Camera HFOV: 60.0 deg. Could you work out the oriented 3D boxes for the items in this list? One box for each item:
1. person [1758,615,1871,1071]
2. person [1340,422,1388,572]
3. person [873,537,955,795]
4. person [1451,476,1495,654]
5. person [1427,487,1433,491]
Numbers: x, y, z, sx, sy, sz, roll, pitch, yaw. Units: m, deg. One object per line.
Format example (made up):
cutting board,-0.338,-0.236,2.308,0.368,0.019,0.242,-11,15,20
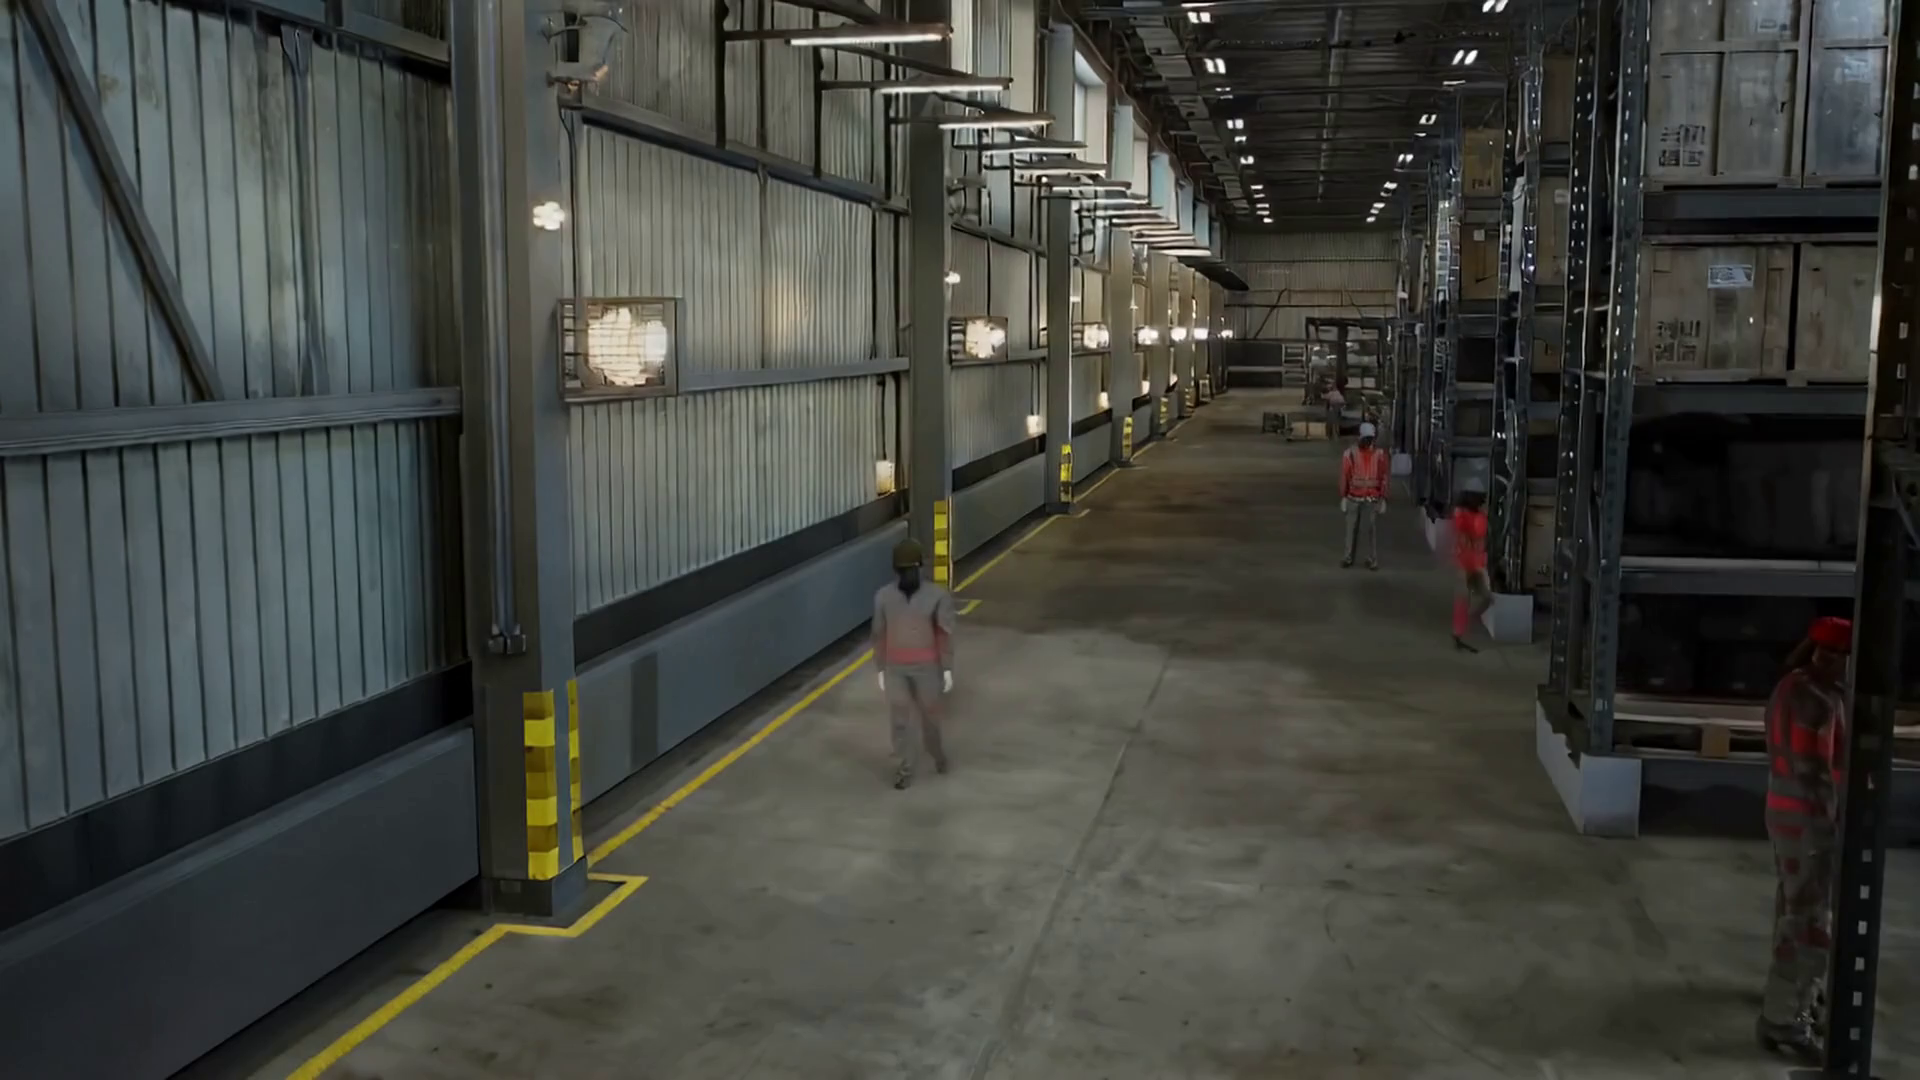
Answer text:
person,3.654,1.266,7.122,0.411,1.908,0.643,2,7,18
person,5.223,-0.552,21.504,0.604,1.949,0.389,0,7,3
person,-0.307,0.827,11.307,0.577,1.732,0.569,1,7,10
person,4.925,0.243,15.988,0.514,1.727,0.377,-6,9,-39
person,9.326,-1.888,32.353,0.477,1.908,0.571,-2,7,-13
